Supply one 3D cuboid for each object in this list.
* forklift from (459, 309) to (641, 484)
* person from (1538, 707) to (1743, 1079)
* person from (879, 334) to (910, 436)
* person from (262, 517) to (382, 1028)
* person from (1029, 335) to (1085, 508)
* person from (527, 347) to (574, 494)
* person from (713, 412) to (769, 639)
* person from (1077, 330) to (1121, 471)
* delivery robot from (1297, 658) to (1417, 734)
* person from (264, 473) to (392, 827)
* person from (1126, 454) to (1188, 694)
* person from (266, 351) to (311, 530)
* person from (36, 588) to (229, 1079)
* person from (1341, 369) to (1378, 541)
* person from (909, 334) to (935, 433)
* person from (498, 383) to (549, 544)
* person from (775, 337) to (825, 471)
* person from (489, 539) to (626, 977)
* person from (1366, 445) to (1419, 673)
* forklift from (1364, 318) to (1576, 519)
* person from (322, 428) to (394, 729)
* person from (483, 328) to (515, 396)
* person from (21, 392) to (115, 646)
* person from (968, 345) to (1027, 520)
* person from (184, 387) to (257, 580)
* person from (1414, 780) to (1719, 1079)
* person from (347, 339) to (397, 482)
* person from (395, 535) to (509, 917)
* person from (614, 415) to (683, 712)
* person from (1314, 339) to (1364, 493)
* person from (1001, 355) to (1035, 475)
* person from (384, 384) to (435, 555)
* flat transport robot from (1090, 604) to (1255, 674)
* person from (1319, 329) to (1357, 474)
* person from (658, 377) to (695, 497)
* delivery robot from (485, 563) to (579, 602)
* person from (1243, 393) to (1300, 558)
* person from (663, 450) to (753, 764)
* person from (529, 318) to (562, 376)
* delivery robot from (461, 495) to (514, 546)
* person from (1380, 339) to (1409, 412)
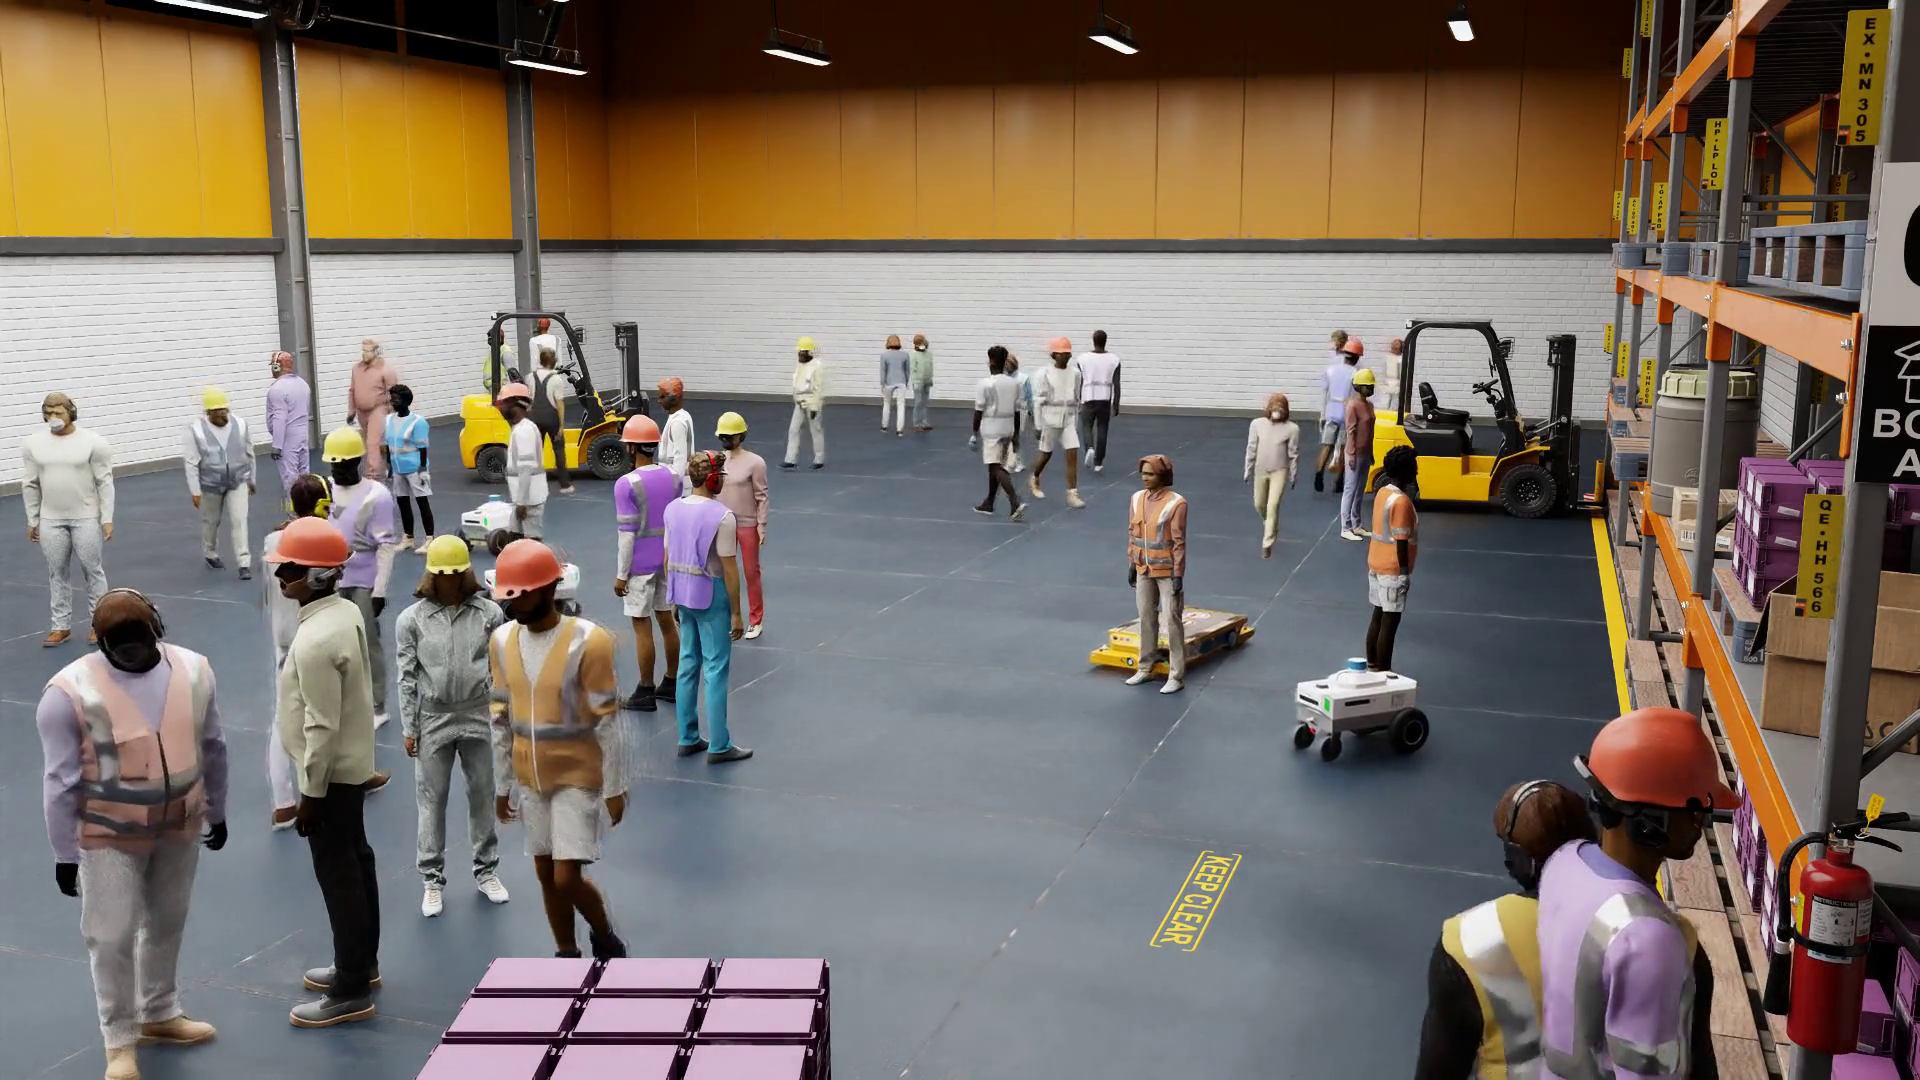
[{"bbox_3d":[-5.354,-1.902,21.697,2.313,2.155,1.214,-2,10,-13],"label":"forklift"},{"bbox_3d":[1.478,1.363,3.740,0.392,2.041,0.615,0,10,0],"label":"person"},{"bbox_3d":[-1.065,-2.490,26.671,0.500,1.600,0.803,-2,10,-11],"label":"person"},{"bbox_3d":[-2.475,0.893,6.512,0.376,1.997,0.612,-2,10,-10],"label":"person"},{"bbox_3d":[1.135,-1.407,19.487,0.618,2.002,1.039,-4,11,-22],"label":"person"},{"bbox_3d":[-4.986,-1.411,20.018,0.534,1.843,0.710,2,10,12],"label":"person"},{"bbox_3d":[-1.733,-0.109,12.812,0.533,1.765,0.329,4,11,22],"label":"person"},{"bbox_3d":[1.841,-1.859,22.283,0.634,1.897,0.500,1,10,4],"label":"person"},{"bbox_3d":[2.379,0.951,9.985,0.707,0.478,0.477,-5,11,-24],"label":"delivery robot"},{"bbox_3d":[-3.456,0.553,8.893,0.553,1.821,0.885,3,10,15],"label":"person"},{"bbox_3d":[1.347,0.224,11.323,0.318,1.630,0.512,-8,13,-40],"label":"person"},{"bbox_3d":[-7.180,-1.057,17.753,0.401,1.907,0.646,1,10,7],"label":"person"},{"bbox_3d":[-2.988,1.059,6.082,0.434,1.824,0.659,8,13,38],"label":"person"},{"bbox_3d":[4.134,-0.882,17.160,0.308,1.769,0.525,7,13,36],"label":"person"},{"bbox_3d":[-0.567,-2.541,26.976,0.358,1.596,0.658,9,14,42],"label":"person"},{"bbox_3d":[-3.604,-0.346,13.836,0.347,1.894,0.571,-4,11,-21],"label":"person"},{"bbox_3d":[-2.120,-1.791,22.155,0.789,1.803,0.623,-9,13,-40],"label":"person"},{"bbox_3d":[-1.602,0.935,6.507,0.552,1.915,0.427,4,11,22],"label":"person"},{"bbox_3d":[2.939,0.197,11.276,0.317,1.695,0.540,0,10,-1],"label":"person"},{"bbox_3d":[5.787,-1.437,19.079,2.313,2.155,1.214,3,11,19],"label":"forklift"},{"bbox_3d":[-3.790,0.247,10.380,0.625,1.914,0.407,4,11,21],"label":"person"},{"bbox_3d":[-6.699,-2.161,24.148,0.429,1.842,0.633,-9,14,-42],"label":"person"},{"bbox_3d":[-6.736,-0.156,12.588,0.635,1.936,0.356,-2,10,-10],"label":"person"},{"bbox_3d":[0.457,-1.190,18.444,0.609,1.942,0.919,-9,14,-42],"label":"person"},{"bbox_3d":[-6.781,-0.540,15.278,0.624,1.763,0.952,-7,12,-34],"label":"person"},{"bbox_3d":[1.408,1.463,3.949,0.637,1.769,0.967,0,10,-2],"label":"person"},{"bbox_3d":[-7.349,-1.608,20.956,0.646,1.874,0.880,5,11,25],"label":"person"},{"bbox_3d":[-2.290,0.832,7.573,0.493,1.742,0.298,-6,12,-29],"label":"person"},{"bbox_3d":[-2.050,0.151,10.859,0.354,1.939,0.545,6,12,32],"label":"person"},{"bbox_3d":[4.598,-1.483,20.154,0.577,1.907,0.713,7,12,34],"label":"person"},{"bbox_3d":[0.678,-1.639,21.904,0.530,1.578,0.890,5,11,26],"label":"person"},{"bbox_3d":[-5.408,-0.689,16.315,0.537,1.689,0.328,6,12,29],"label":"person"},{"bbox_3d":[1.602,0.718,12.358,0.652,0.197,1.431,7,12,33],"label":"flat transport robot"},{"bbox_3d":[5.056,-1.833,22.065,0.502,1.926,0.650,-2,10,-12],"label":"person"},{"bbox_3d":[-2.489,-0.488,14.604,0.356,1.887,0.574,-1,10,-8],"label":"person"},{"bbox_3d":[-3.455,0.335,13.451,0.707,0.478,0.477,-6,12,-29],"label":"delivery robot"},{"bbox_3d":[3.084,-0.660,16.363,0.527,1.606,0.720,5,11,24],"label":"person"},{"bbox_3d":[-1.509,0.392,9.758,0.571,1.843,0.373,8,13,38],"label":"person"},{"bbox_3d":[-6.653,-2.637,26.711,0.346,1.884,0.584,9,14,42],"label":"person"},{"bbox_3d":[-4.607,-0.204,16.489,0.477,0.478,0.707,4,11,22],"label":"delivery robot"},{"bbox_3d":[6.702,-2.287,25.547,0.853,1.588,0.533,-6,12,-30],"label":"person"}]
